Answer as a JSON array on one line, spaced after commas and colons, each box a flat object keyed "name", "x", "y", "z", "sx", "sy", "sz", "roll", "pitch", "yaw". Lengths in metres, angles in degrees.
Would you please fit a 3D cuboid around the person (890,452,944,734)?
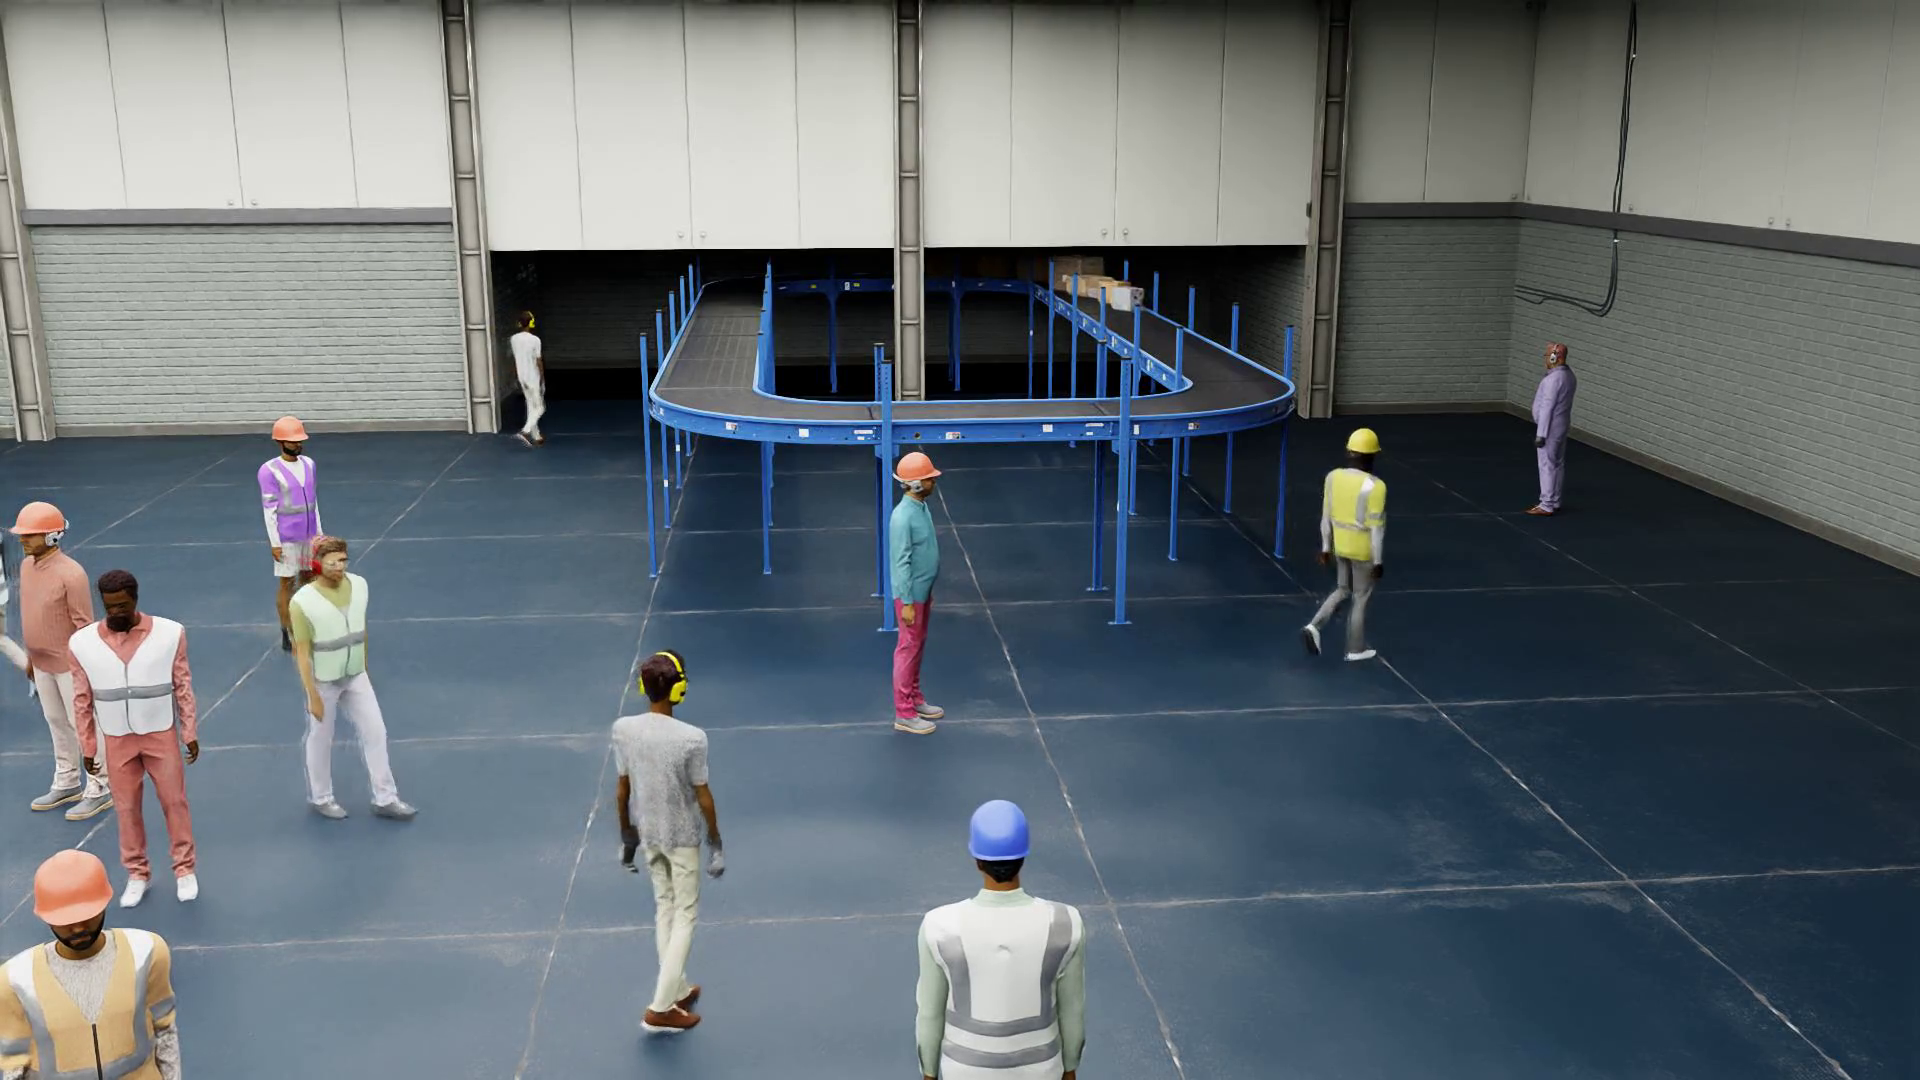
[{"name": "person", "x": -0.319, "y": 0.362, "z": 11.792, "sx": 0.369, "sy": 1.996, "sz": 0.622, "roll": 3, "pitch": 14, "yaw": 11}]

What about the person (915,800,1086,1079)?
[{"name": "person", "x": 0.145, "y": 1.859, "z": 5.935, "sx": 0.604, "sy": 1.938, "sz": 0.426, "roll": -1, "pitch": 14, "yaw": -4}]

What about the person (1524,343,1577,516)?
[{"name": "person", "x": 6.510, "y": -1.220, "z": 18.335, "sx": 0.402, "sy": 1.900, "sz": 0.647, "roll": 11, "pitch": 18, "yaw": 37}]

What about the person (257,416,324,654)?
[{"name": "person", "x": -5.402, "y": -0.052, "z": 13.567, "sx": 0.361, "sy": 1.939, "sz": 0.542, "roll": 6, "pitch": 15, "yaw": 24}]

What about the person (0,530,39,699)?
[{"name": "person", "x": -7.086, "y": 0.460, "z": 12.139, "sx": 0.522, "sy": 1.623, "sz": 0.531, "roll": 1, "pitch": 14, "yaw": 4}]

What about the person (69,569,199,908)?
[{"name": "person", "x": -4.511, "y": 1.073, "z": 9.147, "sx": 0.598, "sy": 1.905, "sz": 0.402, "roll": -5, "pitch": 15, "yaw": -19}]

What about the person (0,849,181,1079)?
[{"name": "person", "x": -2.885, "y": 1.941, "z": 5.594, "sx": 0.542, "sy": 1.939, "sz": 0.364, "roll": -10, "pitch": 17, "yaw": -35}]

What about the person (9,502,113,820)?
[{"name": "person", "x": -5.580, "y": 0.738, "z": 10.292, "sx": 0.612, "sy": 1.997, "sz": 0.375, "roll": 8, "pitch": 16, "yaw": 28}]

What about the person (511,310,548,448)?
[{"name": "person", "x": -5.720, "y": -2.122, "z": 22.043, "sx": 0.537, "sy": 1.849, "sz": 0.627, "roll": 7, "pitch": 16, "yaw": 26}]

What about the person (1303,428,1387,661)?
[{"name": "person", "x": 3.083, "y": 0.063, "z": 13.171, "sx": 0.611, "sy": 1.910, "sz": 0.592, "roll": -9, "pitch": 17, "yaw": -32}]

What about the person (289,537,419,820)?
[{"name": "person", "x": -3.727, "y": 0.872, "z": 10.127, "sx": 0.834, "sy": 1.810, "sz": 0.596, "roll": 8, "pitch": 16, "yaw": 28}]

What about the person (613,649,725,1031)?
[{"name": "person", "x": -1.363, "y": 1.422, "z": 7.850, "sx": 0.531, "sy": 1.856, "sz": 0.474, "roll": 5, "pitch": 15, "yaw": 20}]
